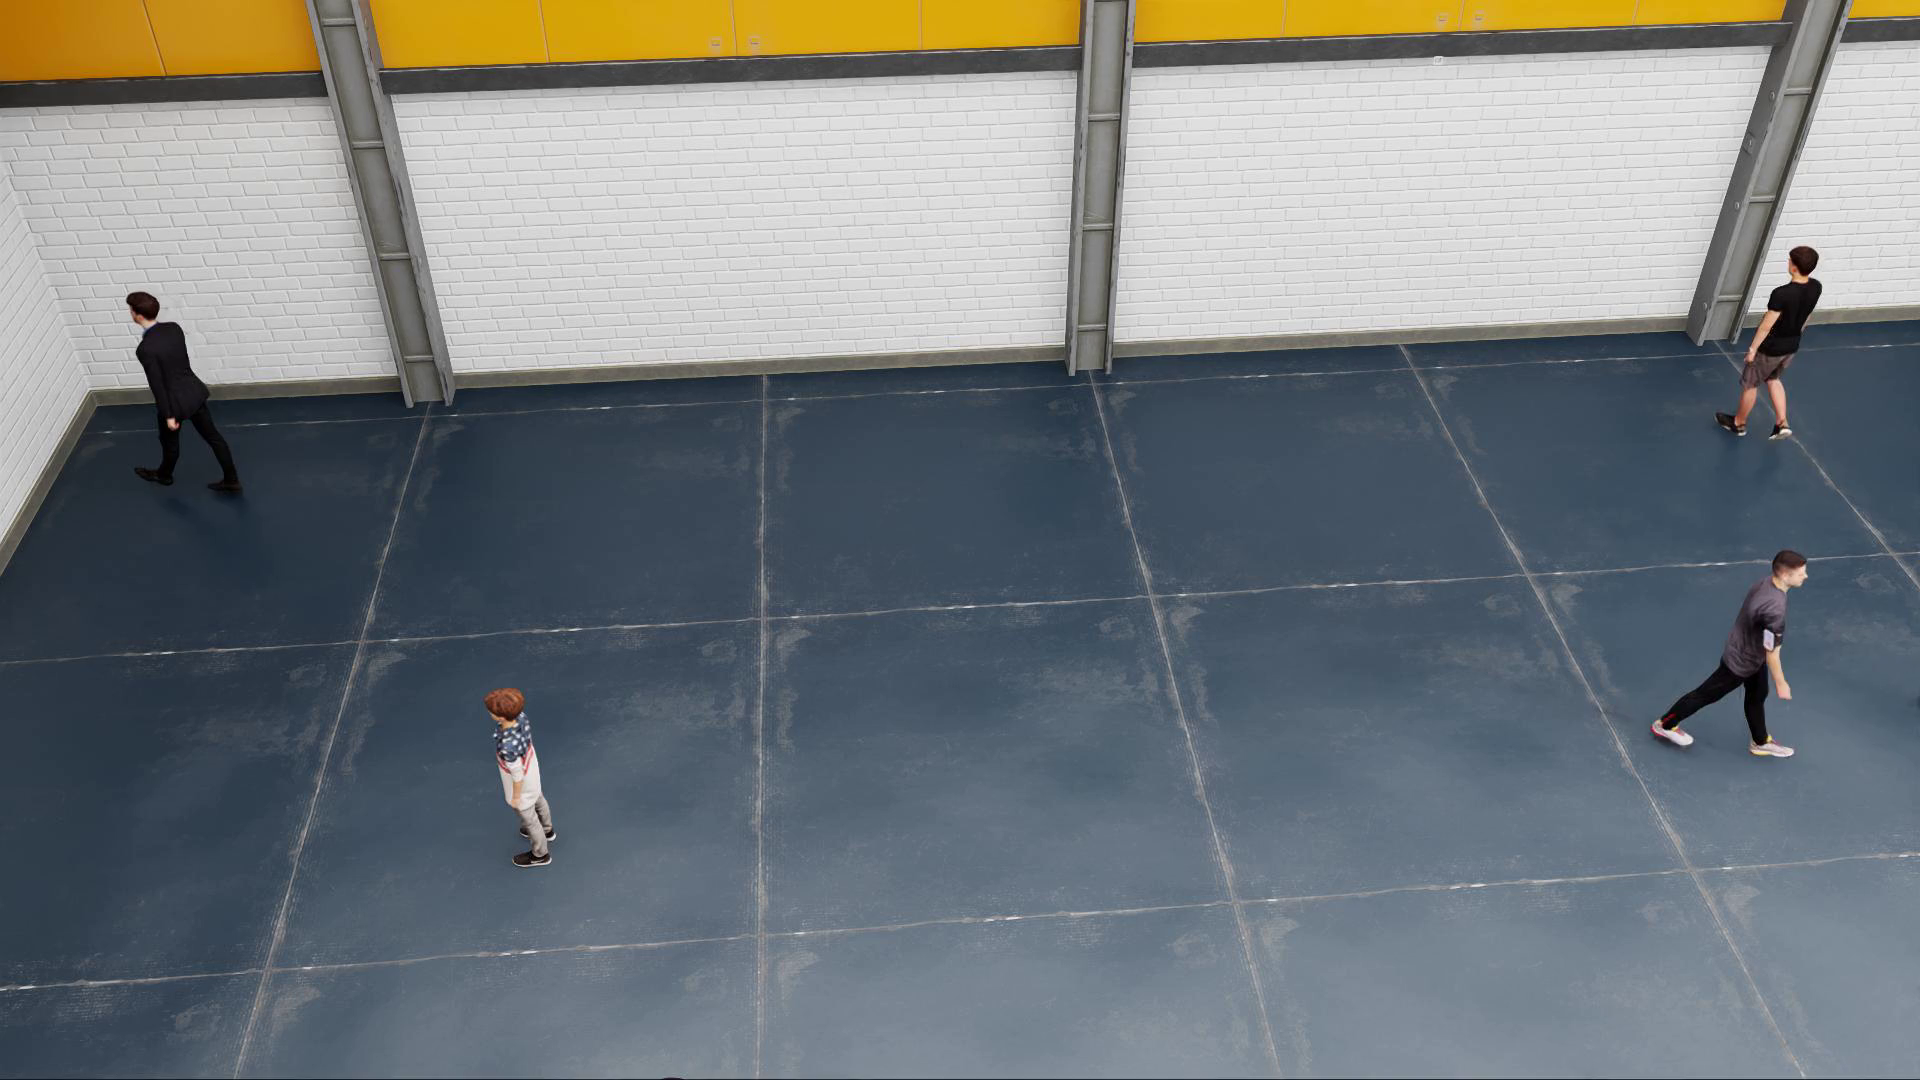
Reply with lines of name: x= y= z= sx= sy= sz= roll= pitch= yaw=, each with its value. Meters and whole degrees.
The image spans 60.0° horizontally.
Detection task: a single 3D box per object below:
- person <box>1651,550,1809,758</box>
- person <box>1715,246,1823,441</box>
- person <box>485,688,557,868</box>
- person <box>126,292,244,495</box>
person: x=5.143 y=0.776 z=11.089 sx=1.234 sy=1.719 sz=1.034 roll=18 pitch=42 yaw=21
person: x=6.905 y=-1.597 z=13.953 sx=0.968 sy=1.853 sz=0.919 roll=-14 pitch=41 yaw=-17
person: x=-2.755 y=1.469 z=10.446 sx=0.502 sy=1.439 sz=0.528 roll=0 pitch=39 yaw=0
person: x=-6.188 y=-1.123 z=13.360 sx=1.226 sy=1.852 sz=0.968 roll=9 pitch=39 yaw=11
